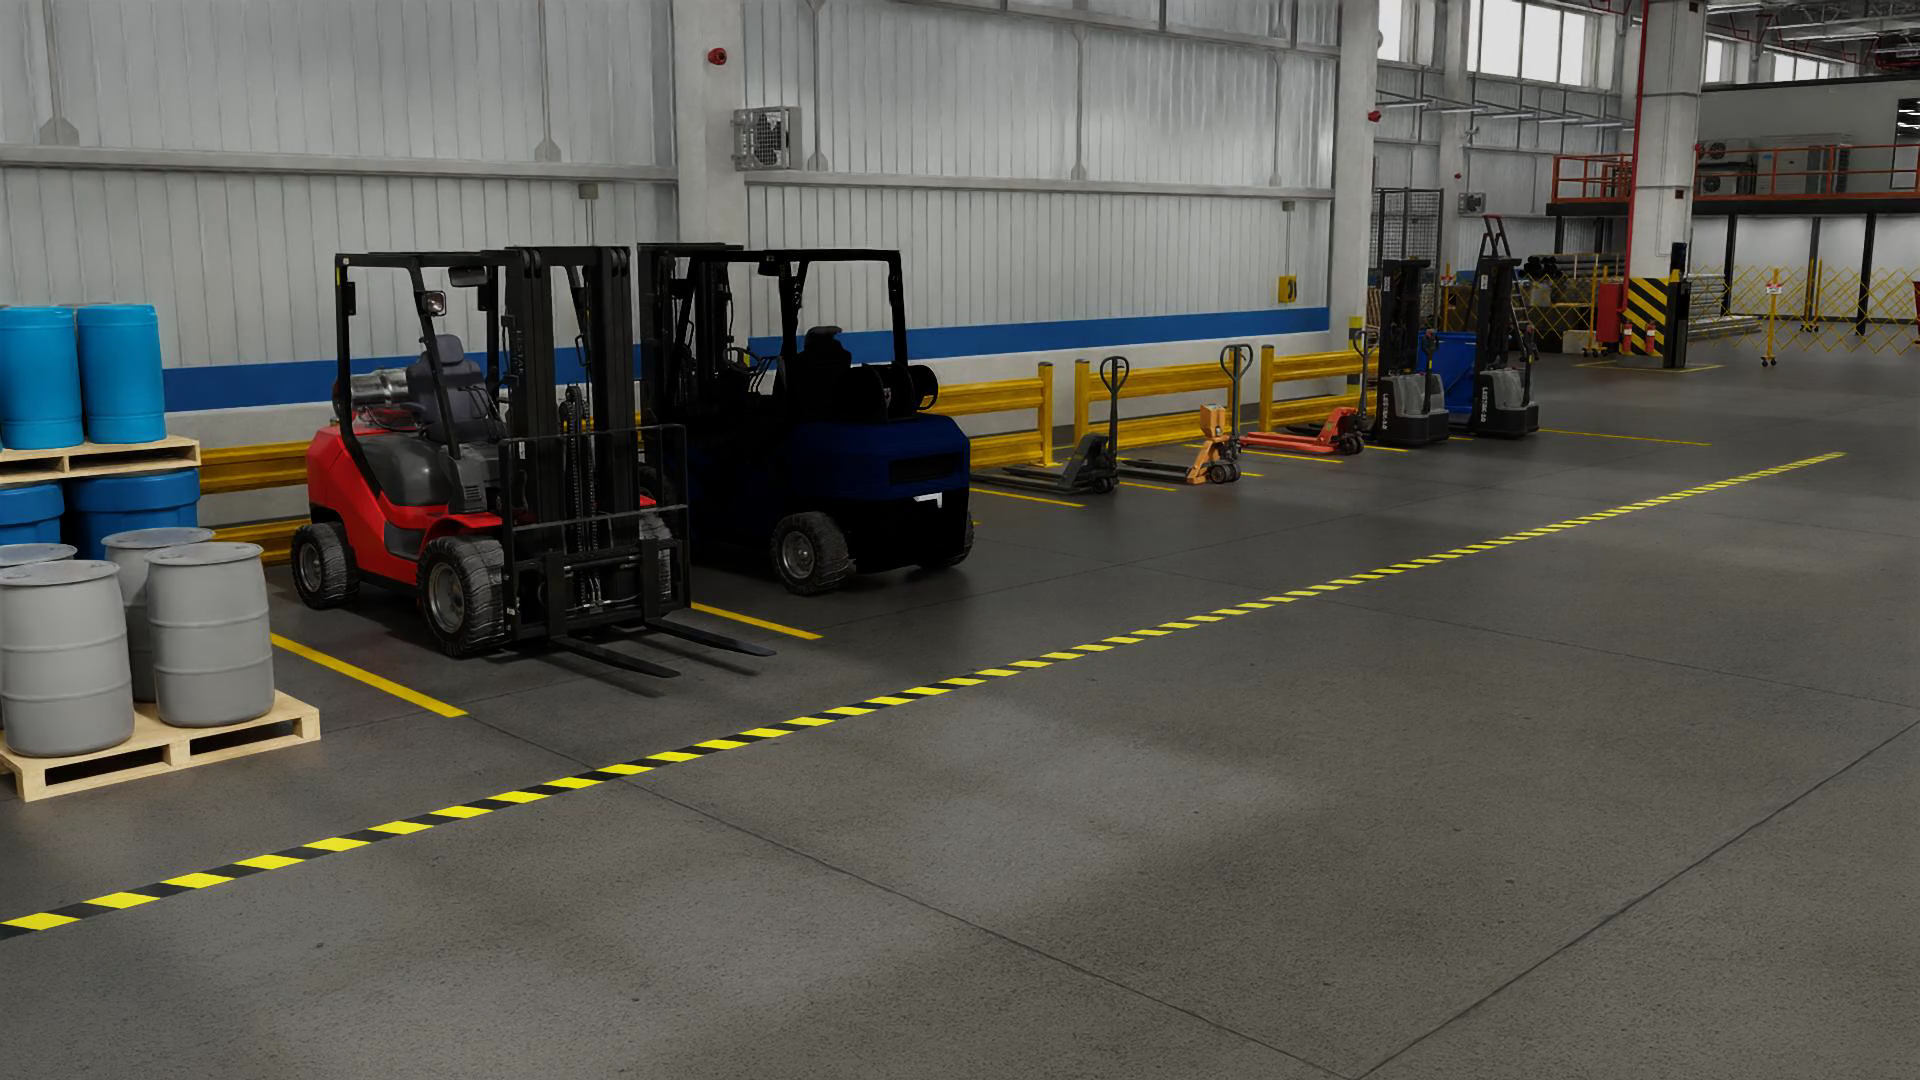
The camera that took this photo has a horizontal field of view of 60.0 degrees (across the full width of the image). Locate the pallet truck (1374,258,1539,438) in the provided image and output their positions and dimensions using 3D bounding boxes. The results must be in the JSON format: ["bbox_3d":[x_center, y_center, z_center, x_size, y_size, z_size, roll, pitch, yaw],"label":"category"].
[{"bbox_3d":[5.704,-2.208,18.901,1.885,1.965,0.823,10,14,43],"label":"pallet truck"}]

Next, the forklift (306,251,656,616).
[{"bbox_3d":[-2.833,-0.669,9.694,1.157,1.987,2.680,-10,14,-44],"label":"forklift"}]

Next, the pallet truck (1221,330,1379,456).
[{"bbox_3d":[3.563,-1.581,17.381,0.653,1.274,1.630,-10,14,-44],"label":"pallet truck"}]

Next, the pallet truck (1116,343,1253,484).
[{"bbox_3d":[1.962,-1.215,15.415,1.522,1.261,0.704,10,14,43],"label":"pallet truck"}]

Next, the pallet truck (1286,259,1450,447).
[{"bbox_3d":[4.493,-2.078,18.196,0.823,1.965,1.885,-9,14,-40],"label":"pallet truck"}]

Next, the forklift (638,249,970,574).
[{"bbox_3d":[-1.173,-0.958,11.239,2.680,1.987,1.157,10,14,43],"label":"forklift"}]

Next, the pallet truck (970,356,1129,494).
[{"bbox_3d":[0.784,-1.085,14.876,0.680,1.201,1.601,-10,14,-44],"label":"pallet truck"}]
